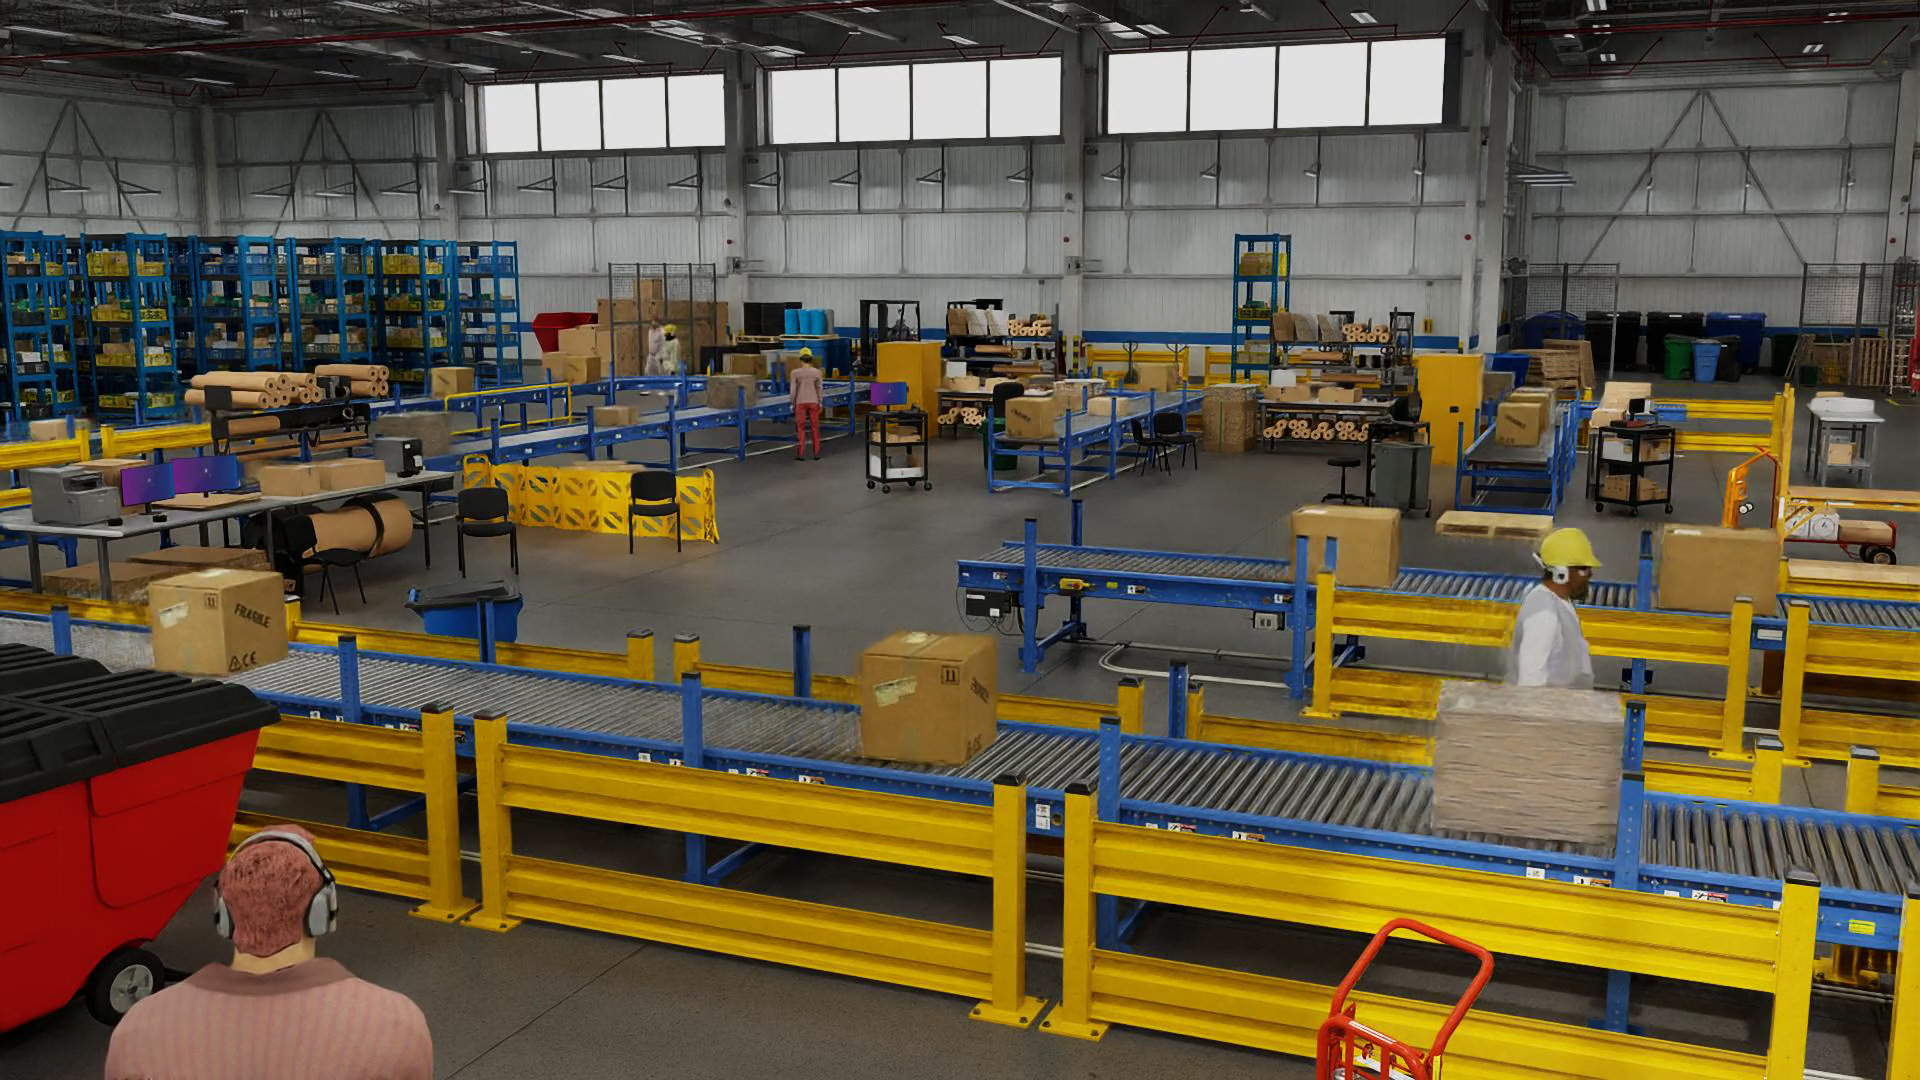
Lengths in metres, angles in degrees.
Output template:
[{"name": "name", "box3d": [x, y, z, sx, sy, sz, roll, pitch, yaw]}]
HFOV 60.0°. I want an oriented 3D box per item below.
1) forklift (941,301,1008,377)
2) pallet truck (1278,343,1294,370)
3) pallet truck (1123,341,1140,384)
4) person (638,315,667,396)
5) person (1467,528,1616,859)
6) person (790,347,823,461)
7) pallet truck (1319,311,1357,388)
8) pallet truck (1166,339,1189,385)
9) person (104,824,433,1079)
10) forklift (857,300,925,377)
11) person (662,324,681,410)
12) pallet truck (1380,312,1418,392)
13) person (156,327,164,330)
[{"name": "forklift", "box3d": [0.365, -4.966, 41.571, 1.157, 1.987, 2.680, 3, 10, 20]}, {"name": "pallet truck", "box3d": [7.886, -4.163, 39.743, 0.653, 1.274, 1.630, 4, 10, 22]}, {"name": "pallet truck", "box3d": [4.445, -4.380, 41.279, 0.680, 1.201, 1.601, 4, 10, 22]}, {"name": "person", "box3d": [-7.120, -4.261, 38.577, 0.685, 1.873, 0.840, 8, 12, 40]}, {"name": "person", "box3d": [2.923, 0.825, 8.057, 0.960, 1.774, 0.619, 4, 10, 22]}, {"name": "person", "box3d": [-2.399, -2.119, 25.952, 0.533, 1.768, 0.310, -4, 10, -21]}, {"name": "pallet truck", "box3d": [9.071, -4.419, 39.190, 0.823, 1.965, 1.885, 5, 10, 26]}, {"name": "pallet truck", "box3d": [5.418, -4.269, 40.420, 0.704, 1.261, 1.522, 3, 10, 20]}, {"name": "person", "box3d": [-1.387, 1.528, 3.479, 0.636, 1.900, 0.398, -1, 9, -7]}, {"name": "forklift", "box3d": [-1.732, -5.109, 42.468, 1.157, 1.987, 2.680, 4, 10, 22]}, {"name": "person", "box3d": [-6.055, -3.608, 34.795, 0.452, 1.819, 0.627, -4, 10, -25]}, {"name": "pallet truck", "box3d": [10.207, -4.283, 38.369, 0.823, 1.965, 1.885, 3, 10, 20]}, {"name": "person", "box3d": [-17.917, -4.019, 37.287, 0.575, 1.830, 0.410, -6, 11, -32]}]
